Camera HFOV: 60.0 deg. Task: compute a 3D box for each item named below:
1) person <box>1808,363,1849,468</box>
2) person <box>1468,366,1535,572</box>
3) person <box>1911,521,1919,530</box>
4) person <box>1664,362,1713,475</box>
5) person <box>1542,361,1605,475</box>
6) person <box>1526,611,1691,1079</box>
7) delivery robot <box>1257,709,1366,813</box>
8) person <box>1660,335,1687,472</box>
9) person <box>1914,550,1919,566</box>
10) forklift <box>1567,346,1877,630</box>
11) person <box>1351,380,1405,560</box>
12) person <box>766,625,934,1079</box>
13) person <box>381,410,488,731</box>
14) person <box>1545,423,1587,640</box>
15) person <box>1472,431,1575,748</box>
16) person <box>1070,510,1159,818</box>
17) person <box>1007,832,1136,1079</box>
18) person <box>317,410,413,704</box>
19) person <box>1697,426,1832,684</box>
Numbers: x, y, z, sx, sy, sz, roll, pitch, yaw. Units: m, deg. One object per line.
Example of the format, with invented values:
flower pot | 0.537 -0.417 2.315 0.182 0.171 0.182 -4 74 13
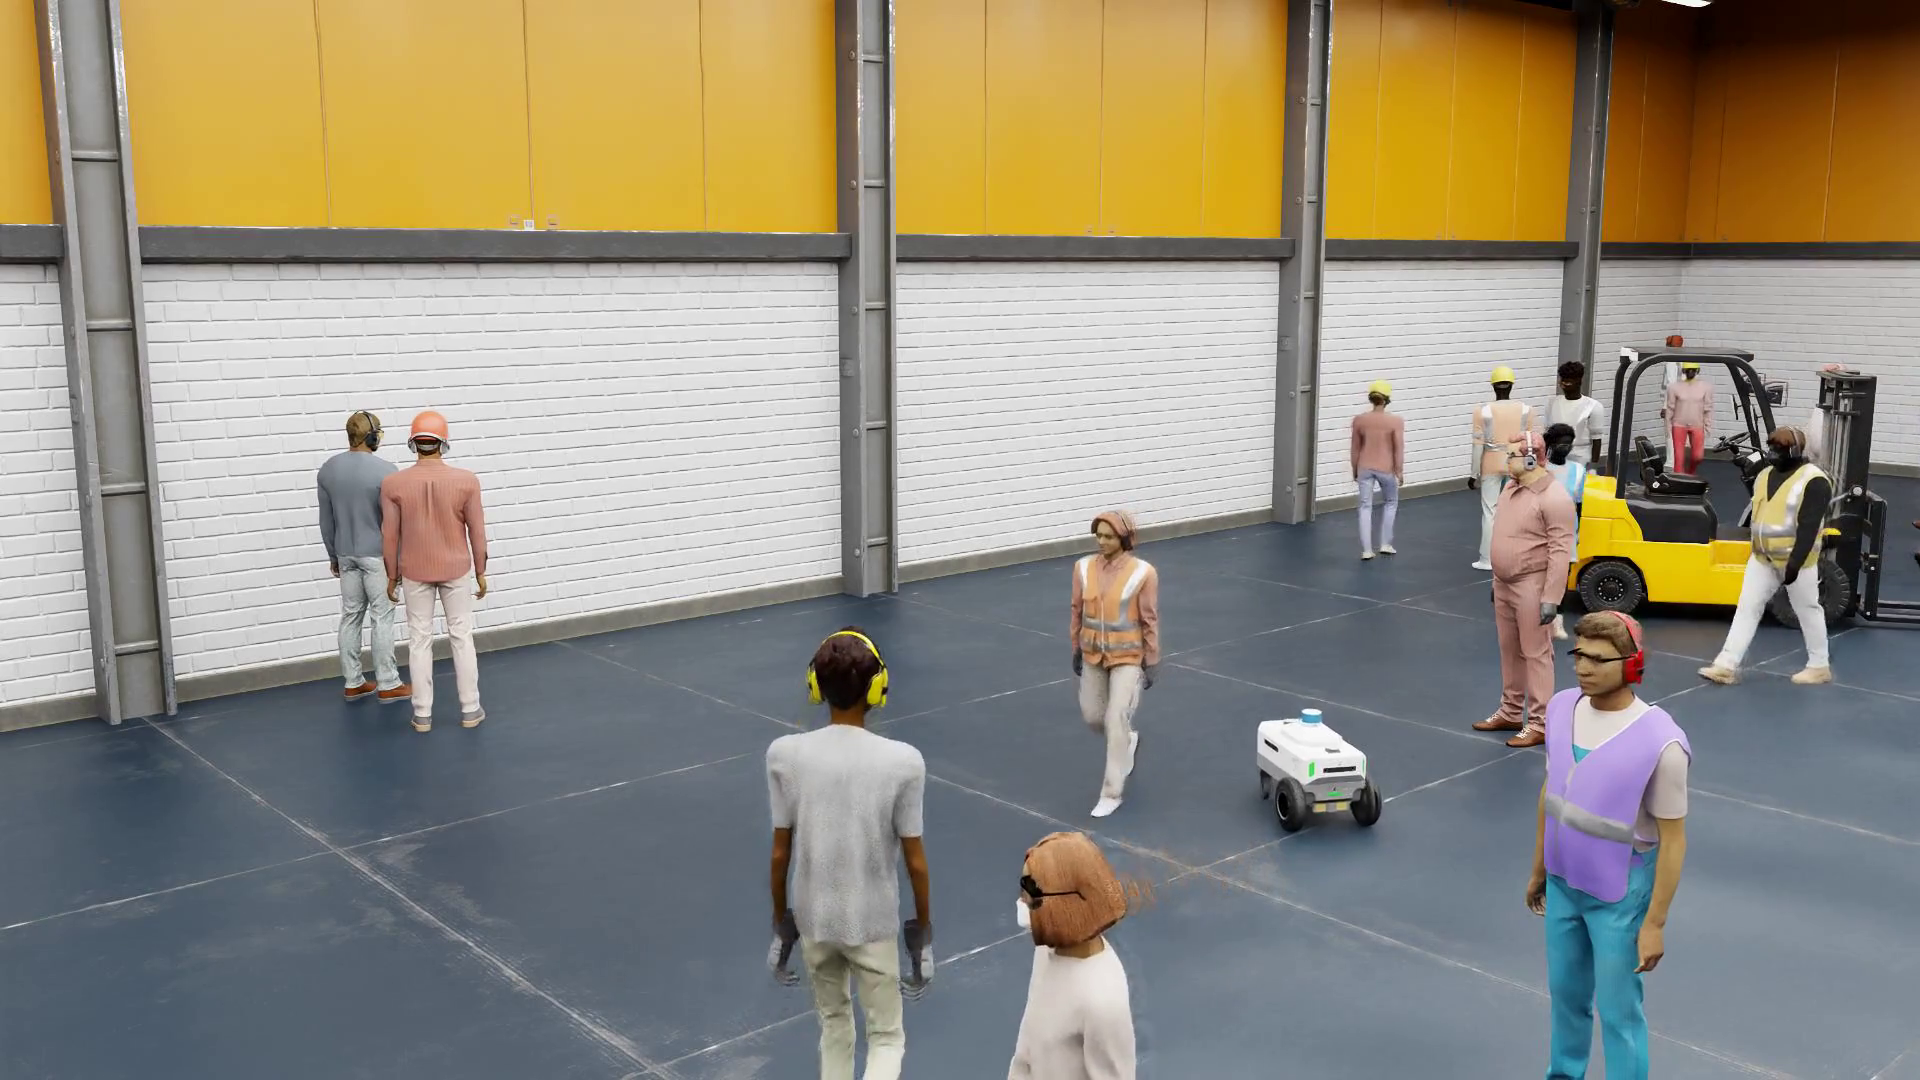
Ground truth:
person | 8.517 -0.779 16.302 0.410 1.906 0.642 -1 10 -4
person | 5.043 -0.657 15.546 0.584 1.917 0.381 0 10 -2
person | 10.670 -0.957 17.558 1.072 1.840 0.642 1 10 3
person | 8.837 -1.373 20.198 0.542 1.757 0.404 3 10 17
person | 5.780 -0.724 15.815 0.388 1.958 0.601 -8 13 -40
person | 2.054 1.125 5.323 0.376 1.843 0.573 -4 10 -21
delivery robot | 1.843 1.135 8.764 0.477 0.478 0.707 -2 10 -13
person | 9.661 -1.832 22.530 0.337 1.879 0.583 9 13 43
person | 8.908 -0.509 14.754 0.492 1.887 0.662 1 10 7
forklift | 6.109 -0.478 13.691 2.313 2.155 1.214 3 10 16
person | 4.085 -0.688 16.199 0.554 1.742 0.622 6 11 31
person | -0.346 1.182 4.982 0.526 1.851 0.689 2 10 12
person | -3.259 0.191 10.353 0.623 1.992 0.395 -3 10 -16
person | 4.578 -0.098 12.952 0.533 1.672 0.657 0 10 -3
person | 3.388 0.292 10.036 0.402 1.902 0.652 -2 10 -13
person | 0.849 0.627 8.912 0.522 1.622 0.634 7 12 34
person | 0.208 1.477 4.009 0.851 1.588 0.525 -1 10 -8
person | -3.909 0.115 10.966 0.635 1.937 0.353 3 10 19
person | 5.600 0.121 11.364 0.964 1.794 0.620 -3 10 -19
